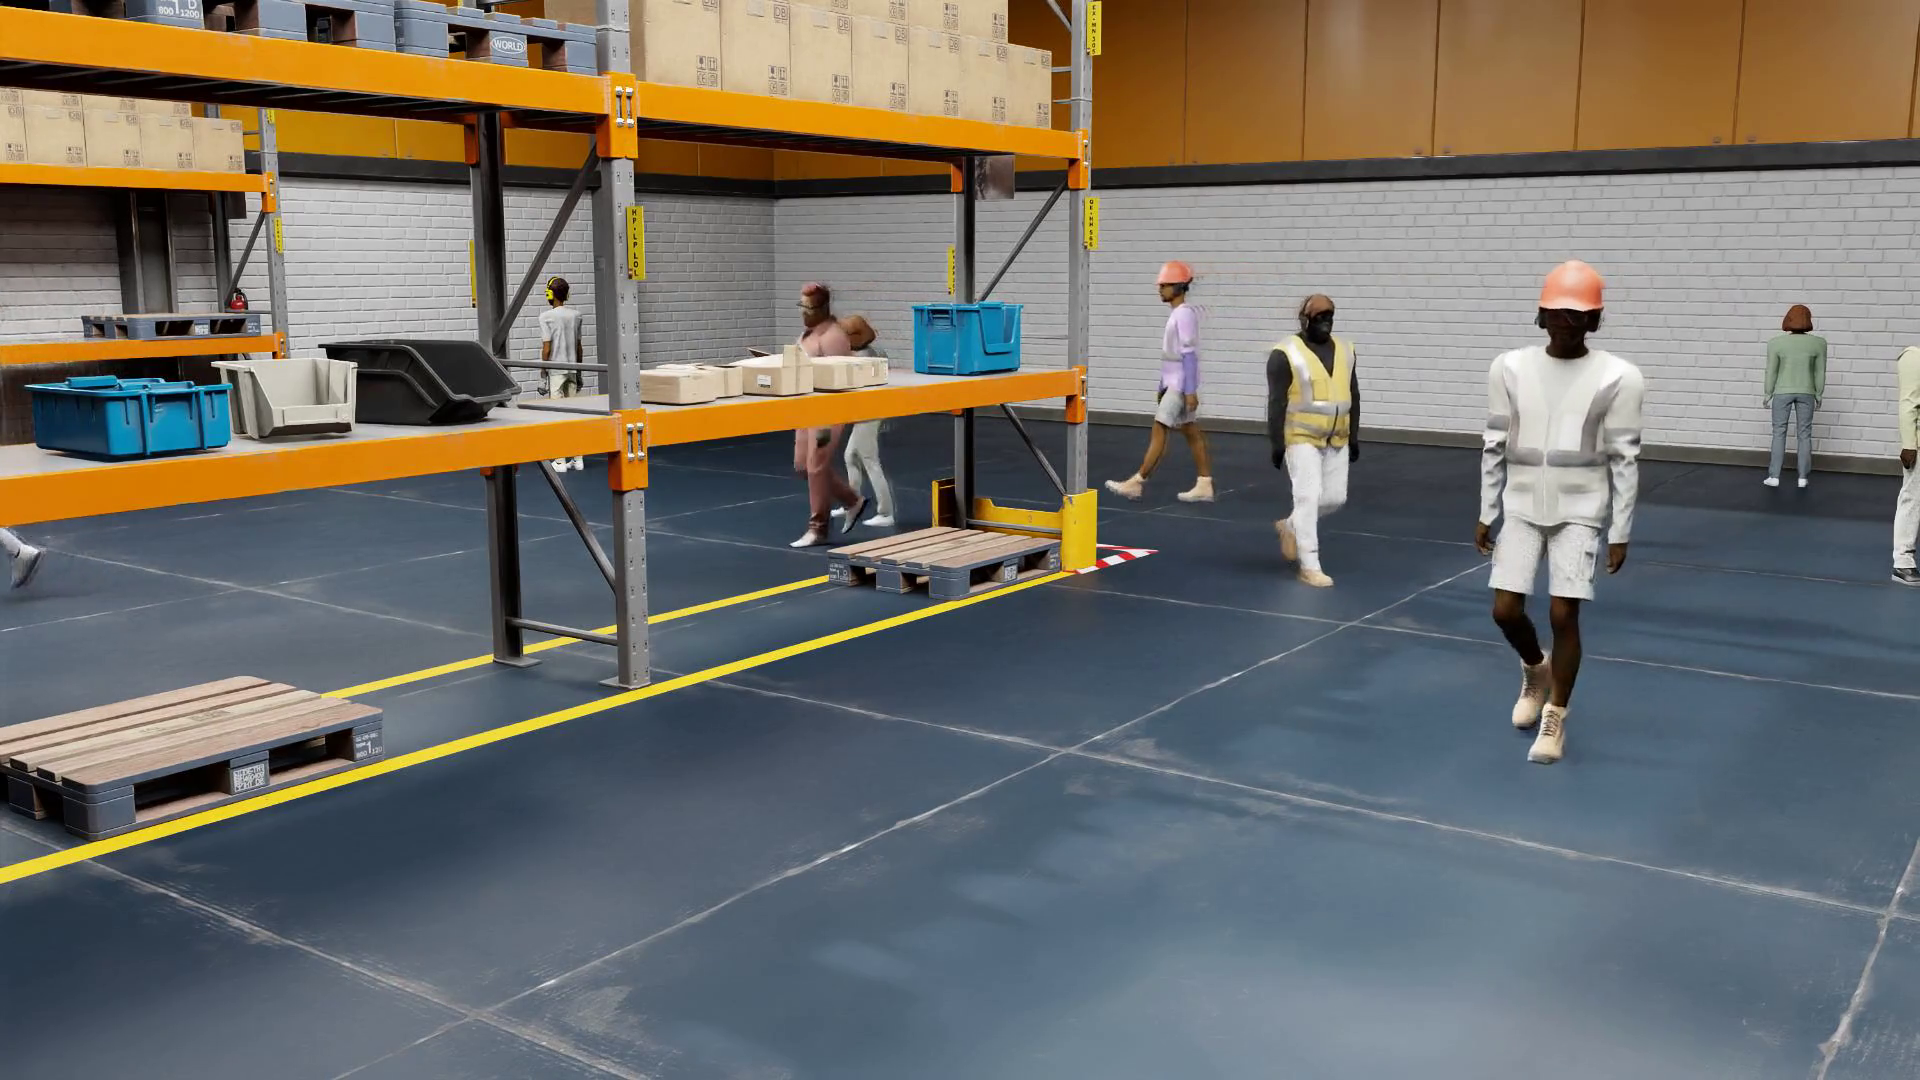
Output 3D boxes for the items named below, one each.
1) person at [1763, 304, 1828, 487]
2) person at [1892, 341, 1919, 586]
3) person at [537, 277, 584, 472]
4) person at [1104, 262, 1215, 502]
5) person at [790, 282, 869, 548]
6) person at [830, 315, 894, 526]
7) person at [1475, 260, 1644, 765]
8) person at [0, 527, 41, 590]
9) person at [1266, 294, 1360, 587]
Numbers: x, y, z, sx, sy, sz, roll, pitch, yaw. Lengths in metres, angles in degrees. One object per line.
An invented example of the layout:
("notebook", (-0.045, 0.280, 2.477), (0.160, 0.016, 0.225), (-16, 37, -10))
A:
("person", (7.467, -1.287, 14.903), (0.500, 1.636, 0.284), (3, 10, 15))
("person", (6.120, -0.631, 10.401), (0.590, 1.837, 0.404), (-4, 10, -21))
("person", (-3.841, -1.584, 15.980), (0.325, 1.871, 0.521), (7, 12, 35))
("person", (1.689, -1.303, 13.895), (1.001, 2.001, 0.642), (1, 10, 4))
("person", (-0.923, -0.875, 11.738), (0.568, 1.881, 0.669), (-5, 11, -26))
("person", (-0.809, -0.898, 12.666), (0.690, 1.606, 0.511), (2, 10, 14))
("person", (2.422, -0.113, 6.757), (0.628, 2.024, 0.491), (6, 11, 34))
("person", (-5.849, -0.533, 9.774), (0.577, 1.855, 0.551), (-2, 10, -14))
("person", (2.207, -0.645, 10.532), (0.638, 1.823, 0.661), (-5, 11, -25))
